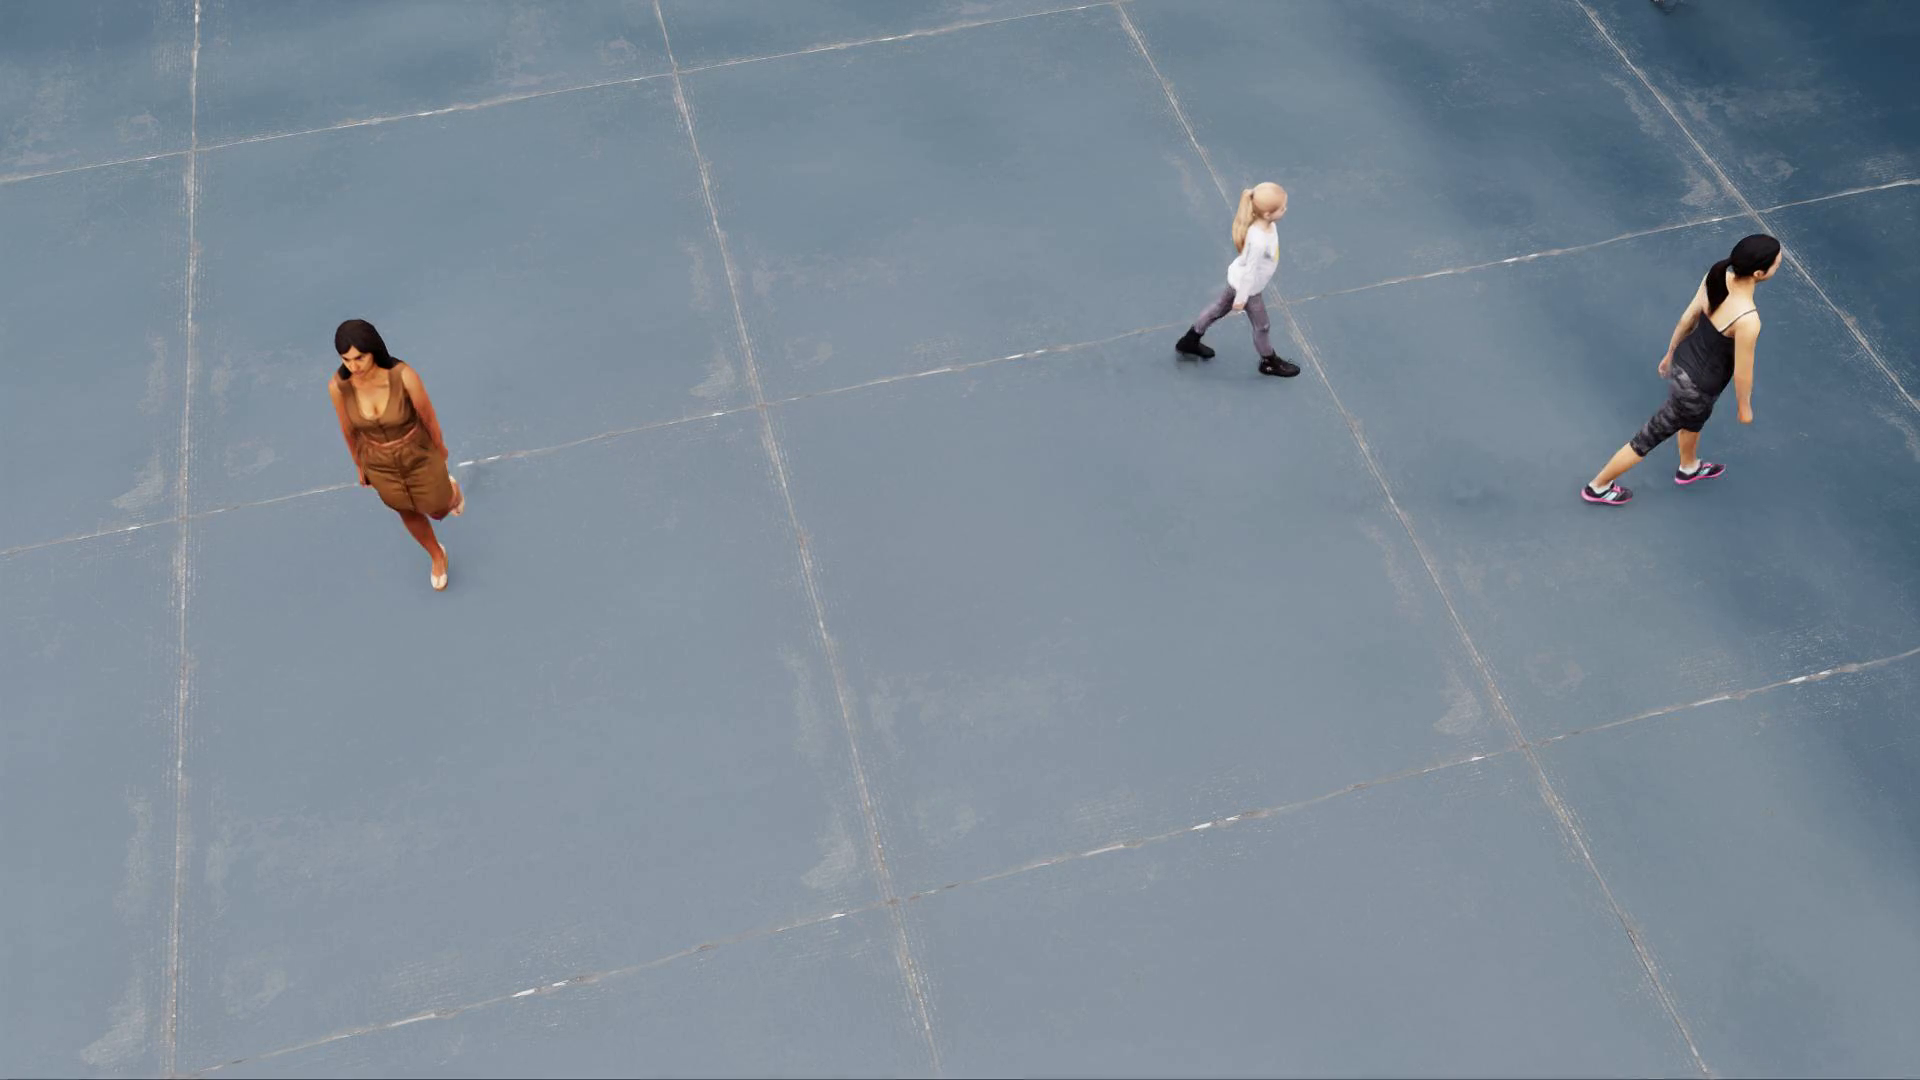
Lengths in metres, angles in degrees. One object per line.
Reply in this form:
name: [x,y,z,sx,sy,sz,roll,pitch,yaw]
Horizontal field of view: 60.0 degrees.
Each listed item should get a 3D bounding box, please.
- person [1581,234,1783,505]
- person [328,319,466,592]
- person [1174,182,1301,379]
person: [3.386,-0.744,7.899,0.772,1.701,0.969,-2,52,-1]
person: [-2.566,-0.432,7.673,0.634,1.676,0.792,-4,52,-3]
person: [1.425,-1.344,8.652,0.778,1.244,0.909,4,52,3]
